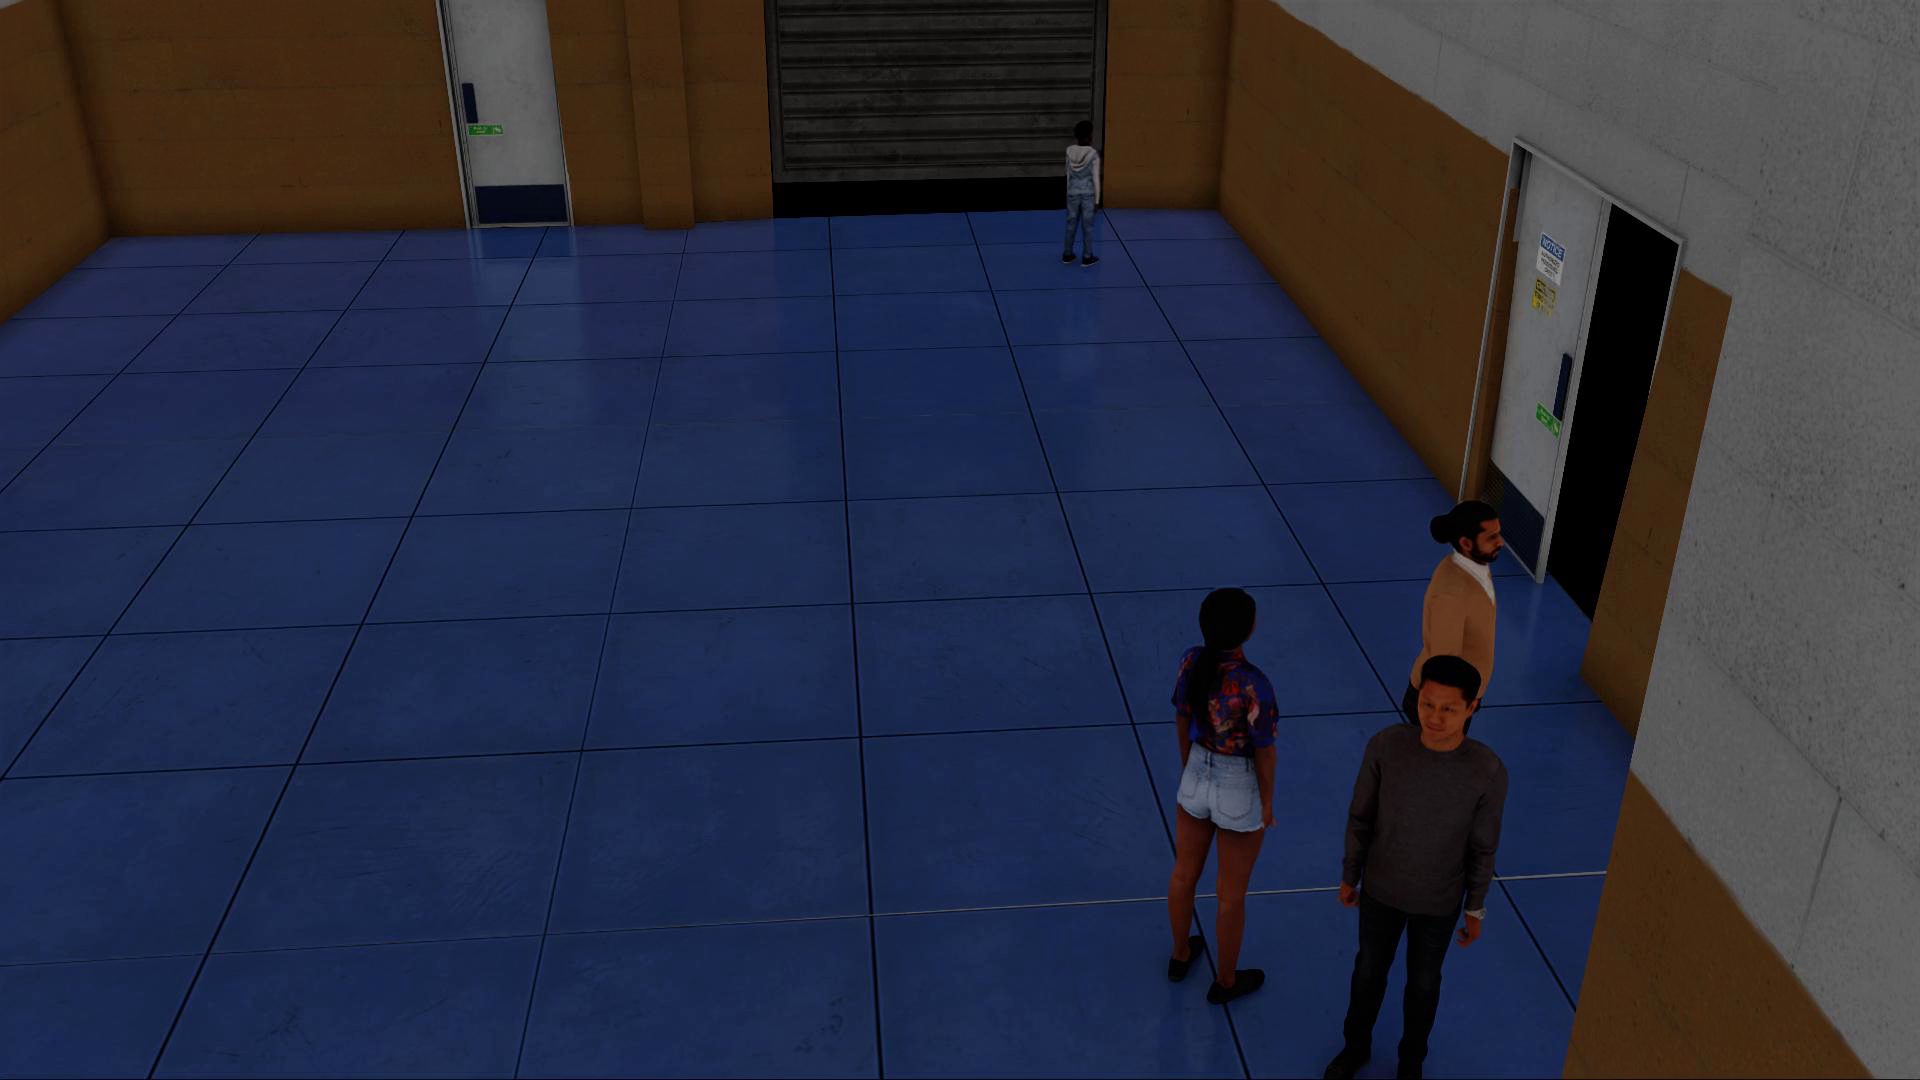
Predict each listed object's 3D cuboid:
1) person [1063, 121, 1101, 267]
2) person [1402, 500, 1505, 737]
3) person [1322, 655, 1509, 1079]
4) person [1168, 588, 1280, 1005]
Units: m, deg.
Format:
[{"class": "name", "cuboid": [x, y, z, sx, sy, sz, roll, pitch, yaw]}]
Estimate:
[{"class": "person", "cuboid": [1.055, -3.015, 14.479, 0.558, 1.258, 0.634, 14, 30, 25]}, {"class": "person", "cuboid": [1.963, 0.637, 6.721, 0.755, 1.755, 0.750, 11, 29, 21]}, {"class": "person", "cuboid": [1.551, 1.171, 5.660, 0.653, 1.768, 0.777, -9, 28, -17]}, {"class": "person", "cuboid": [0.960, 0.941, 6.145, 0.664, 1.741, 0.711, 23, 35, 38]}]
